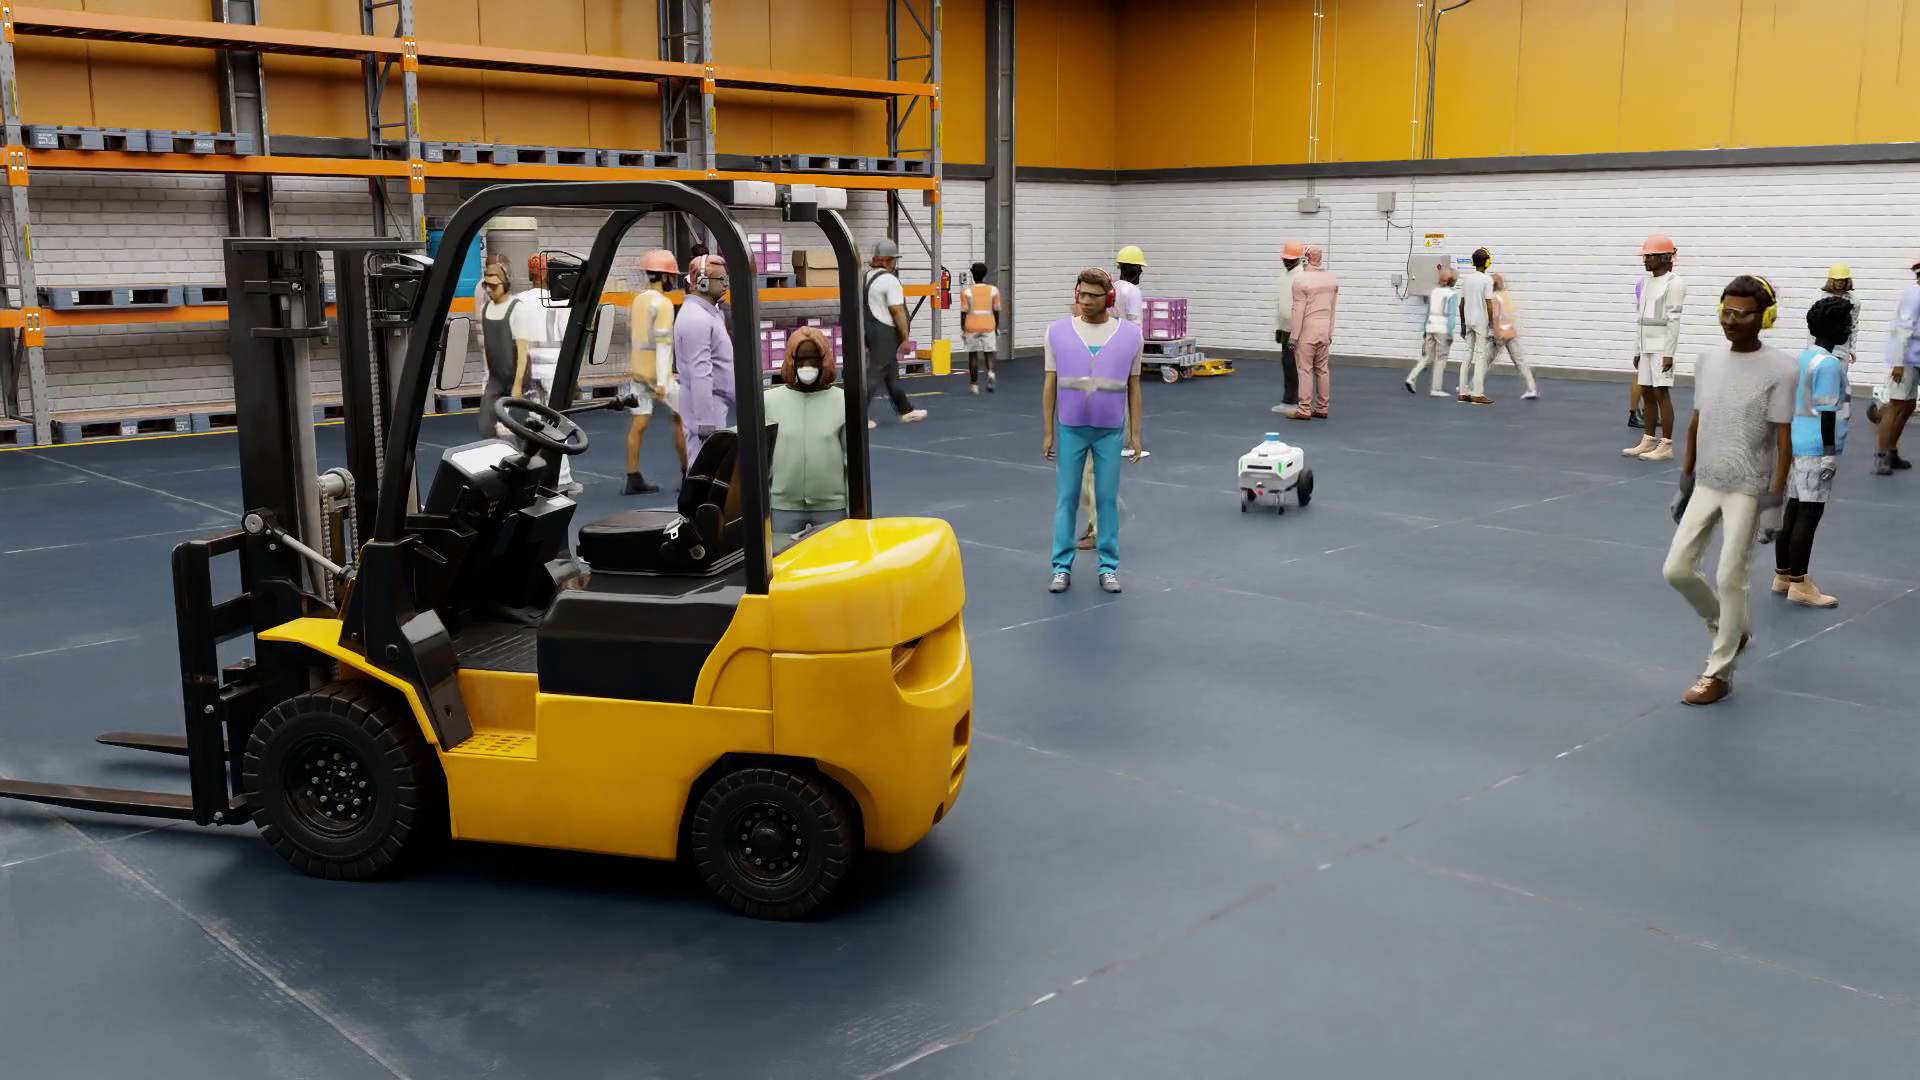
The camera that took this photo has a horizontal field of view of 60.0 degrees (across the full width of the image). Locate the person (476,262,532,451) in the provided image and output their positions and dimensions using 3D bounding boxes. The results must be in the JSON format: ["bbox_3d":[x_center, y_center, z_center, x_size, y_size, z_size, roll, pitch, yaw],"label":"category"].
[{"bbox_3d":[-3.489,-1.207,12.733,0.514,1.814,0.541,6,12,28],"label":"person"}]

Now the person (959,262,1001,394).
[{"bbox_3d":[0.256,-2.681,21.110,0.546,1.683,0.535,-2,11,-11],"label":"person"}]

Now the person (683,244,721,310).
[{"bbox_3d":[-2.933,-2.405,18.998,0.380,1.916,0.596,6,12,29],"label":"person"}]

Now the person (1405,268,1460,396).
[{"bbox_3d":[5.965,-2.595,20.856,0.513,1.616,0.535,-4,11,-21],"label":"person"}]

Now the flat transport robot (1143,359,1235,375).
[{"bbox_3d":[3.226,-2.553,24.296,1.431,0.197,0.652,8,13,36],"label":"flat transport robot"}]

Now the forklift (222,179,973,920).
[{"bbox_3d":[-1.114,-0.058,5.440,2.313,2.155,1.214,2,11,13],"label":"forklift"}]

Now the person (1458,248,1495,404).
[{"bbox_3d":[6.246,-2.574,20.049,0.315,1.869,0.532,-5,12,-27],"label":"person"}]

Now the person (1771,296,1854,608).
[{"bbox_3d":[4.699,-0.488,9.136,0.316,1.697,0.542,2,11,11],"label":"person"}]

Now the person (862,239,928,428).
[{"bbox_3d":[-0.787,-2.211,17.600,1.039,2.000,0.702,-6,12,-28],"label":"person"}]

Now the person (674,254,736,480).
[{"bbox_3d":[-1.519,-0.768,10.101,0.402,1.906,0.652,-2,10,-8],"label":"person"}]

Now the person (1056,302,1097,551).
[{"bbox_3d":[0.808,-0.729,10.679,0.366,1.620,0.507,-1,10,-8],"label":"person"}]

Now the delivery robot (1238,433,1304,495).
[{"bbox_3d":[2.317,-0.555,12.369,0.477,0.478,0.707,5,11,24],"label":"delivery robot"}]

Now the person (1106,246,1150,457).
[{"bbox_3d":[1.510,-1.721,15.250,0.383,1.923,0.588,-4,11,-22],"label":"person"}]

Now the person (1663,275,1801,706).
[{"bbox_3d":[3.321,-0.207,7.164,0.434,1.855,0.562,-6,12,-29],"label":"person"}]

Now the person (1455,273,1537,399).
[{"bbox_3d":[6.715,-2.522,20.629,1.004,1.548,0.529,9,14,41],"label":"person"}]

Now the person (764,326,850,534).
[{"bbox_3d":[-0.666,-0.120,7.314,0.497,1.632,0.289,-1,10,-4],"label":"person"}]

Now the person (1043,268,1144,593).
[{"bbox_3d":[0.751,-0.615,9.449,0.563,1.839,0.393,1,10,3],"label":"person"}]

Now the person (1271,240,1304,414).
[{"bbox_3d":[3.754,-2.400,18.820,0.442,1.972,0.678,-5,11,-24],"label":"person"}]

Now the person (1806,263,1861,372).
[{"bbox_3d":[8.828,-1.916,16.847,0.494,1.753,0.353,2,11,8],"label":"person"}]

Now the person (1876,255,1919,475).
[{"bbox_3d":[8.077,-1.494,14.145,0.383,1.890,0.725,7,13,34],"label":"person"}]

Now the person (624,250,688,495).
[{"bbox_3d":[-2.304,-1.309,13.077,0.873,1.899,0.556,-10,14,-44],"label":"person"}]

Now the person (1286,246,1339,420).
[{"bbox_3d":[3.845,-2.273,18.304,0.650,1.906,0.401,-7,13,-34],"label":"person"}]

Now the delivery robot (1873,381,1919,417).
[{"bbox_3d":[10.036,-1.499,17.515,0.707,0.478,0.477,3,11,15],"label":"delivery robot"}]

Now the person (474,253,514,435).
[{"bbox_3d":[-4.702,-1.996,16.981,0.429,1.839,0.633,-7,13,-34],"label":"person"}]

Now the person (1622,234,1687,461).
[{"bbox_3d":[6.265,-1.731,15.013,0.391,2.039,0.613,-1,10,-7],"label":"person"}]

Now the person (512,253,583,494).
[{"bbox_3d":[-3.235,-1.280,12.953,0.585,1.882,0.337,3,11,16],"label":"person"}]

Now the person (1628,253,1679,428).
[{"bbox_3d":[7.335,-2.143,17.509,0.549,1.936,0.376,-7,12,-32],"label":"person"}]
